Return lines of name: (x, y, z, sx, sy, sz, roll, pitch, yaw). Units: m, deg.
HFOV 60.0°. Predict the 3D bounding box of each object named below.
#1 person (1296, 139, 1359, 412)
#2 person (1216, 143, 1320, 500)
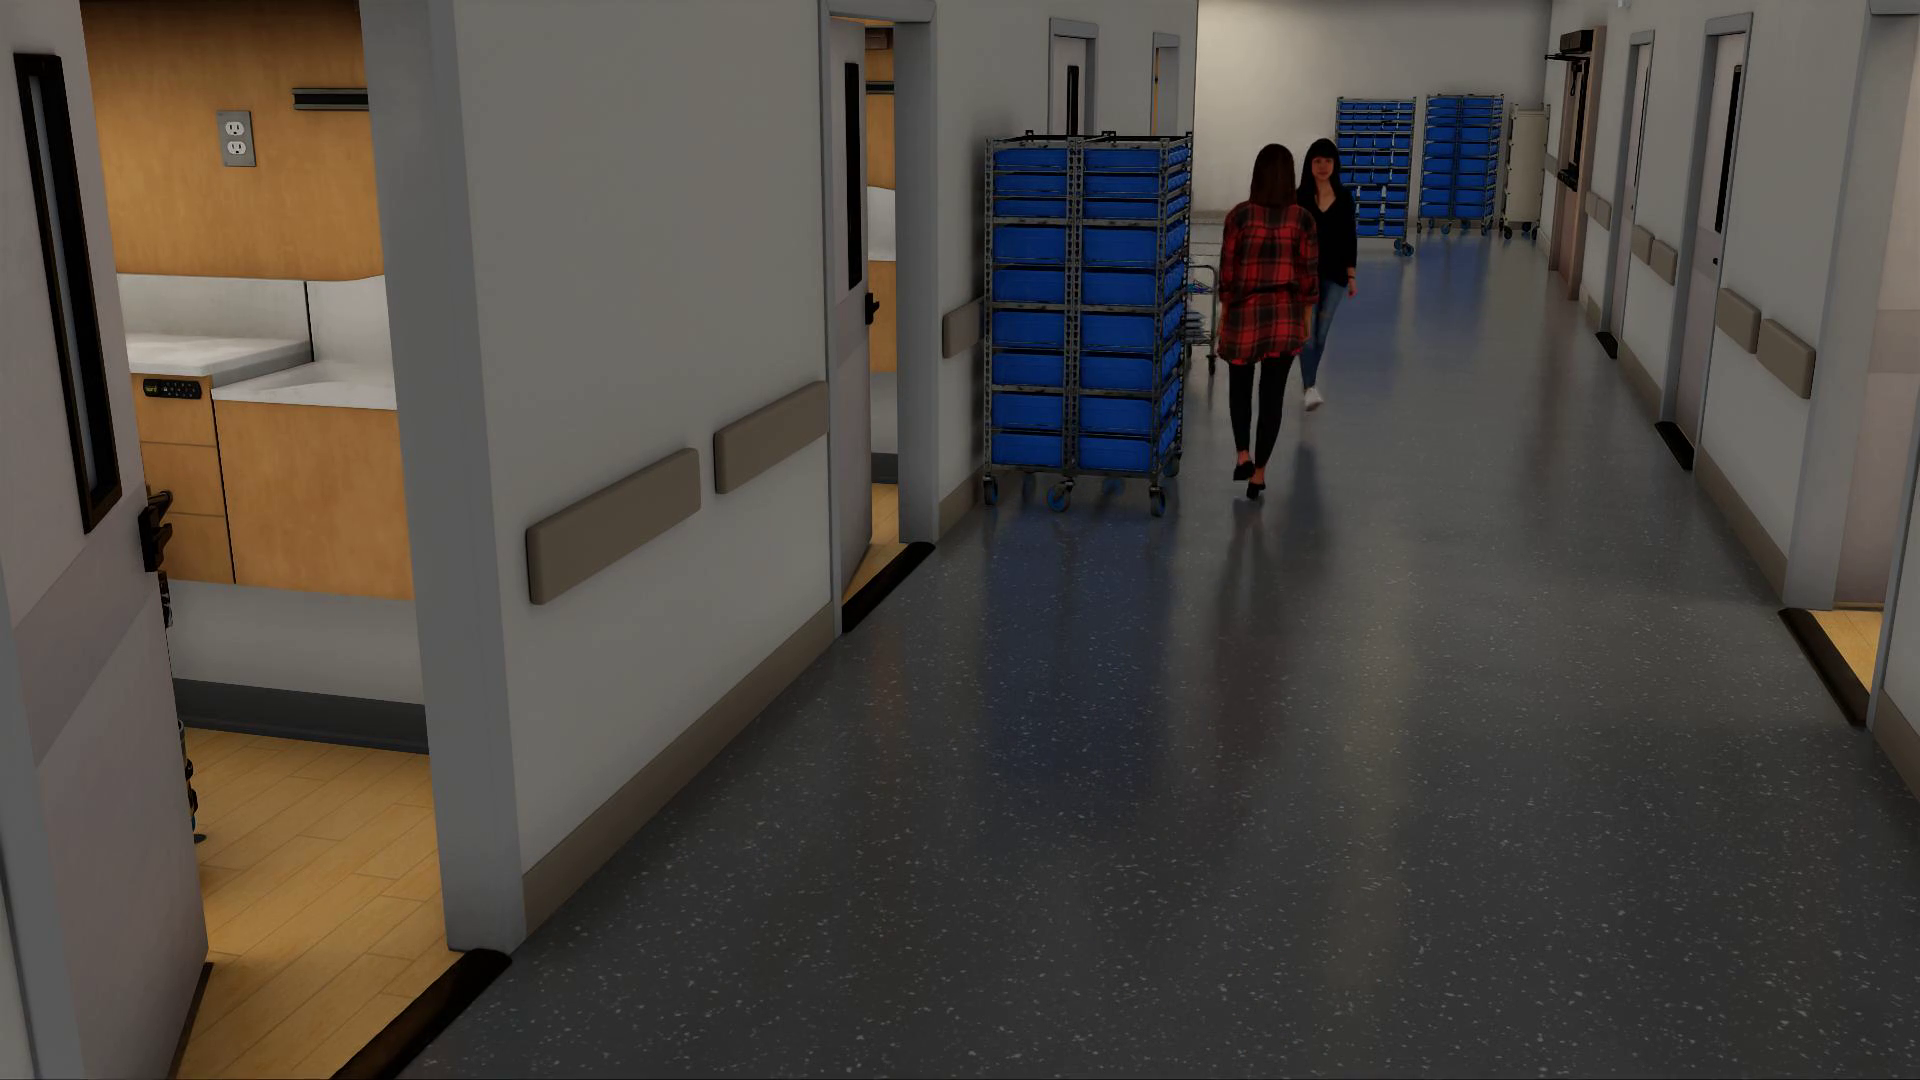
person: (2.198, -1.609, 10.216, 0.749, 1.604, 1.083, 0, 16, -1)
person: (1.451, -1.023, 7.972, 0.622, 1.694, 0.589, 4, 16, 13)
